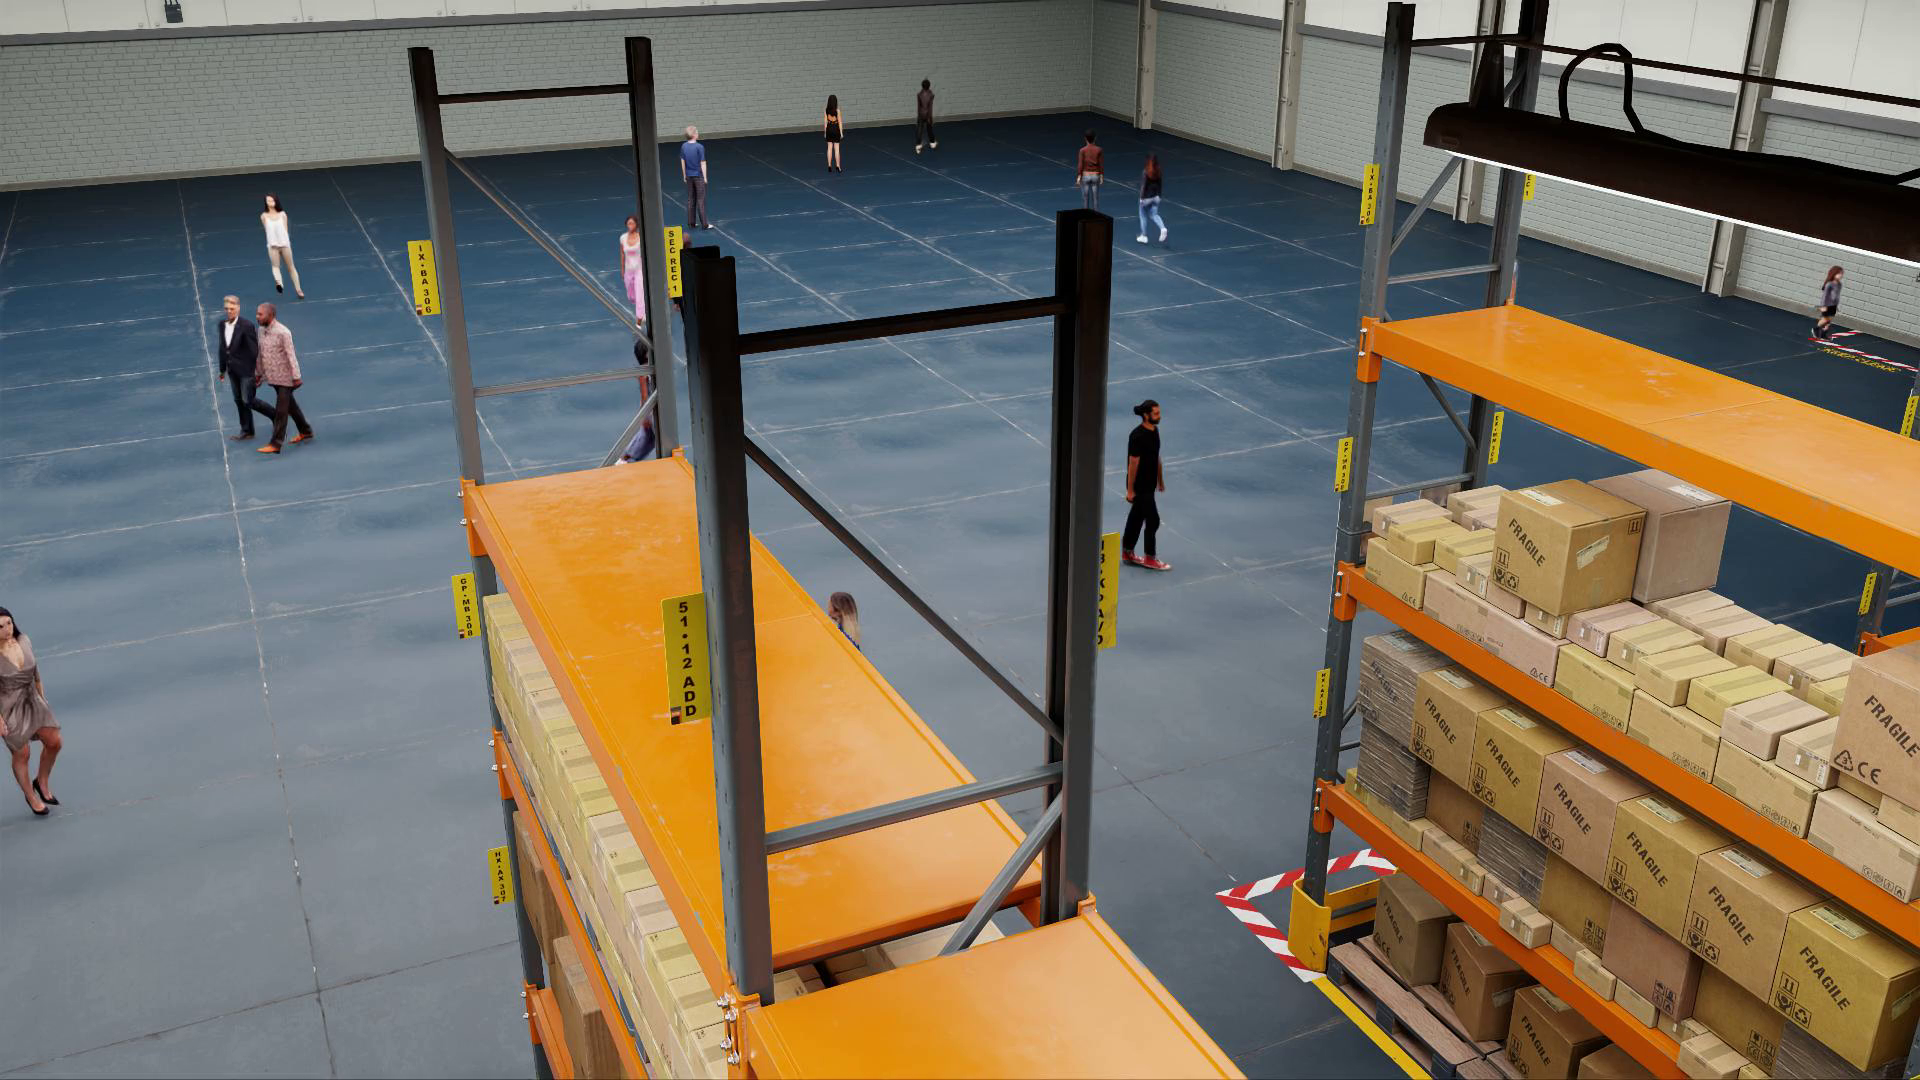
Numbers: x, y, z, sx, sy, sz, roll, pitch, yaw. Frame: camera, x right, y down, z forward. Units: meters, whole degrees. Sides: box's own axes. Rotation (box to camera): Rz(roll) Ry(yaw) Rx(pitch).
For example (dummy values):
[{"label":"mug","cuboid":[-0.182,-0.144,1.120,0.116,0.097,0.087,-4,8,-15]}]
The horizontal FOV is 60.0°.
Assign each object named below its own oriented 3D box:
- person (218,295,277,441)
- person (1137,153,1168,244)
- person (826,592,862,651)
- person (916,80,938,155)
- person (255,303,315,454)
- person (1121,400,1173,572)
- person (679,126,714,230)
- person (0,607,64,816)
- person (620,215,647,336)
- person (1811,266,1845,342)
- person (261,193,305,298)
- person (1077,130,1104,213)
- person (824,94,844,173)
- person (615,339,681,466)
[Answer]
[{"label":"person","cuboid":[-8.568,-2.095,20.030,0.932,1.802,0.974,13,26,28]},{"label":"person","cuboid":[3.425,-6.044,29.559,0.713,1.613,0.953,-15,27,-31]},{"label":"person","cuboid":[-0.764,1.194,12.473,1.121,1.663,1.118,5,24,12]},{"label":"person","cuboid":[-0.801,-9.713,38.168,1.158,1.628,0.973,-8,24,-18]},{"label":"person","cuboid":[-7.979,-1.946,19.724,1.153,1.768,1.101,15,27,32]},{"label":"person","cuboid":[1.738,-0.560,16.496,0.954,1.744,0.887,10,25,22]},{"label":"person","cuboid":[-4.901,-6.704,30.781,0.725,1.870,0.797,9,25,21]},{"label":"person","cuboid":[-6.979,1.251,12.250,0.773,1.733,0.729,11,25,24]},{"label":"person","cuboid":[-4.736,-3.906,24.395,0.901,1.720,1.081,2,23,5]},{"label":"person","cuboid":[12.553,-3.435,24.078,0.475,1.101,0.520,-10,25,-23]},{"label":"person","cuboid":[-10.676,-4.592,26.094,0.603,1.652,0.718,-11,25,-25]},{"label":"person","cuboid":[2.429,-6.727,30.954,0.704,1.778,0.618,-3,23,-8]},{"label":"person","cuboid":[-2.746,-8.802,35.998,0.630,1.650,0.673,6,24,15]},{"label":"person","cuboid":[-3.537,-1.429,18.644,1.010,1.661,1.115,2,23,4]}]
